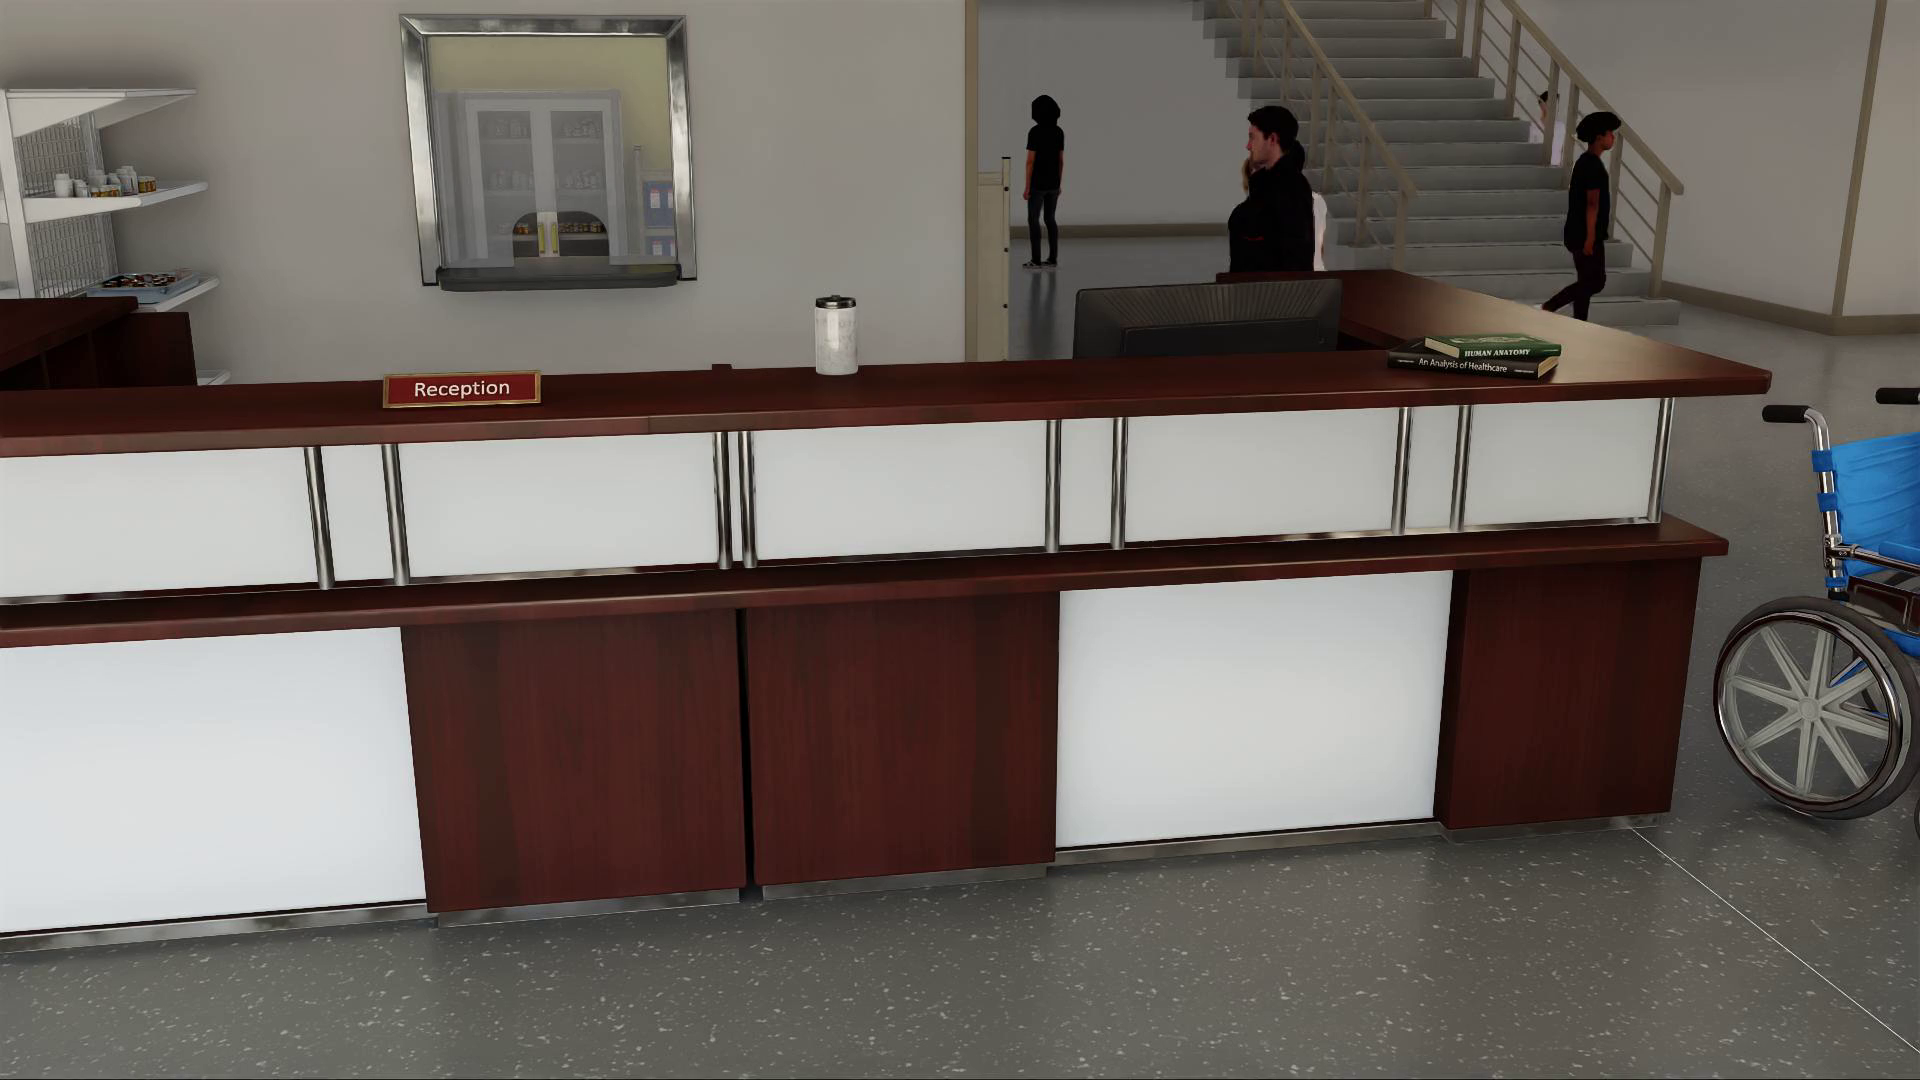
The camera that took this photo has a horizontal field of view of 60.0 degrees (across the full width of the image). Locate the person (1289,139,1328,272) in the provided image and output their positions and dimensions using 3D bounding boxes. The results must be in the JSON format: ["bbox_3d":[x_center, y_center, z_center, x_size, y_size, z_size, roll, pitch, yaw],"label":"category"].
[{"bbox_3d":[1.916,-1.348,9.243,0.914,1.678,1.097,-8,18,-27],"label":"person"}]

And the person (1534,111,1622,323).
[{"bbox_3d":[4.756,-2.381,12.801,0.823,1.767,0.889,2,16,5],"label":"person"}]

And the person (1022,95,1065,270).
[{"bbox_3d":[0.914,-3.846,17.871,0.705,1.823,0.678,-11,19,-33],"label":"person"}]

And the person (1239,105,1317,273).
[{"bbox_3d":[1.549,-1.046,7.805,0.842,1.908,0.668,0,16,-1],"label":"person"}]

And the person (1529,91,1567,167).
[{"bbox_3d":[5.858,-3.579,16.919,0.743,1.839,1.155,-4,16,-14],"label":"person"}]

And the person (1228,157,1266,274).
[{"bbox_3d":[1.457,-1.154,8.632,0.978,1.668,1.176,-13,21,-39],"label":"person"}]
